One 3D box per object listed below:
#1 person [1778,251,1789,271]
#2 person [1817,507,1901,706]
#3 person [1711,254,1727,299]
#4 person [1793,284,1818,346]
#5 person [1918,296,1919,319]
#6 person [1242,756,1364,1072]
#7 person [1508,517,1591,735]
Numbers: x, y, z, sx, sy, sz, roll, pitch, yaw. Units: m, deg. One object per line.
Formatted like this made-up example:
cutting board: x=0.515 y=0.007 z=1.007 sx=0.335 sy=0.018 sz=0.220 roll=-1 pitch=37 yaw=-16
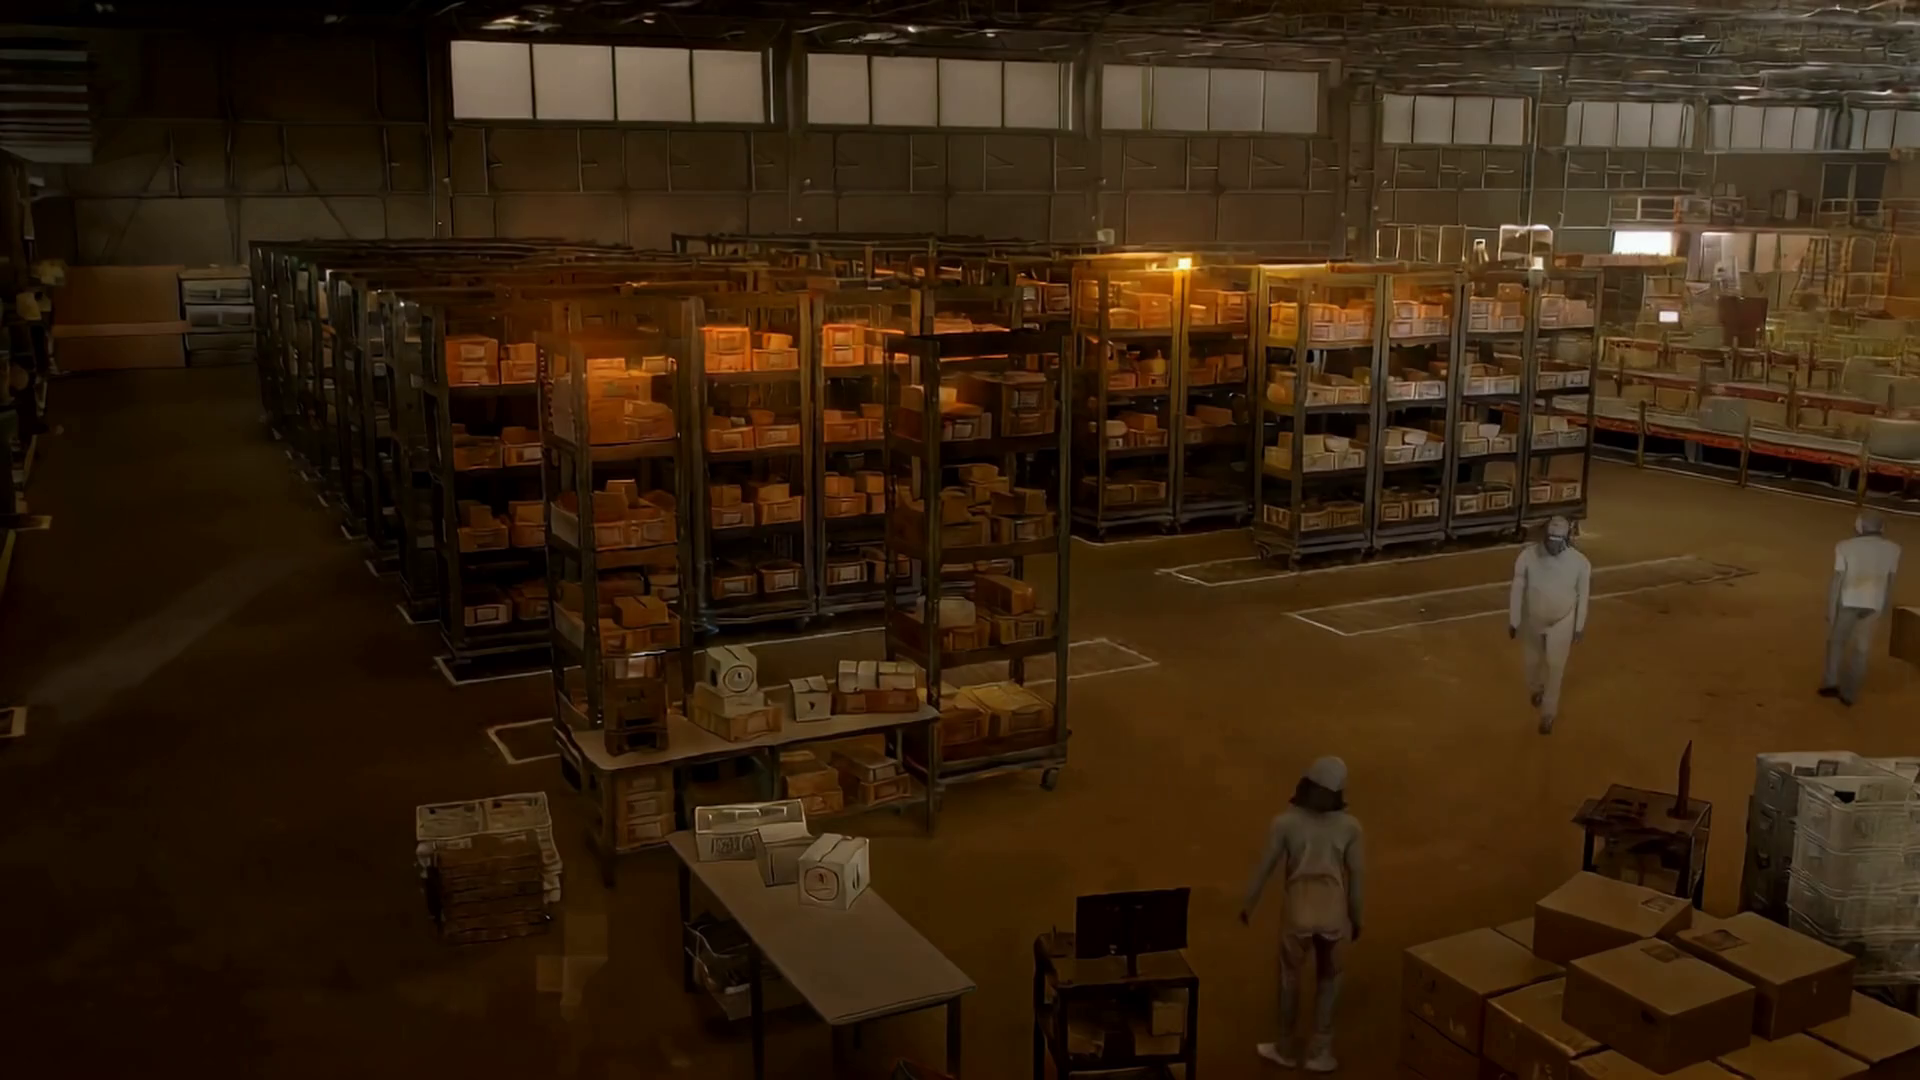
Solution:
person: x=35.529 y=-11.570 z=71.990 sx=0.599 sy=1.886 sz=0.952 roll=-7 pitch=14 yaw=-31
person: x=8.218 y=0.606 z=15.190 sx=0.567 sy=1.810 sz=0.516 roll=3 pitch=12 yaw=15
person: x=31.362 y=-10.880 z=68.751 sx=0.573 sy=1.883 sz=0.354 roll=6 pitch=14 yaw=27
person: x=24.797 y=-6.567 z=48.726 sx=0.506 sy=1.822 sz=0.965 roll=2 pitch=12 yaw=11
person: x=33.498 y=-8.407 z=57.555 sx=0.532 sy=1.724 sz=0.884 roll=-3 pitch=12 yaw=-13
person: x=1.842 y=1.999 z=8.892 sx=0.597 sy=1.726 sz=0.411 roll=1 pitch=12 yaw=4
person: x=5.173 y=0.697 z=14.622 sx=0.641 sy=1.878 sz=0.836 roll=6 pitch=13 yaw=26
